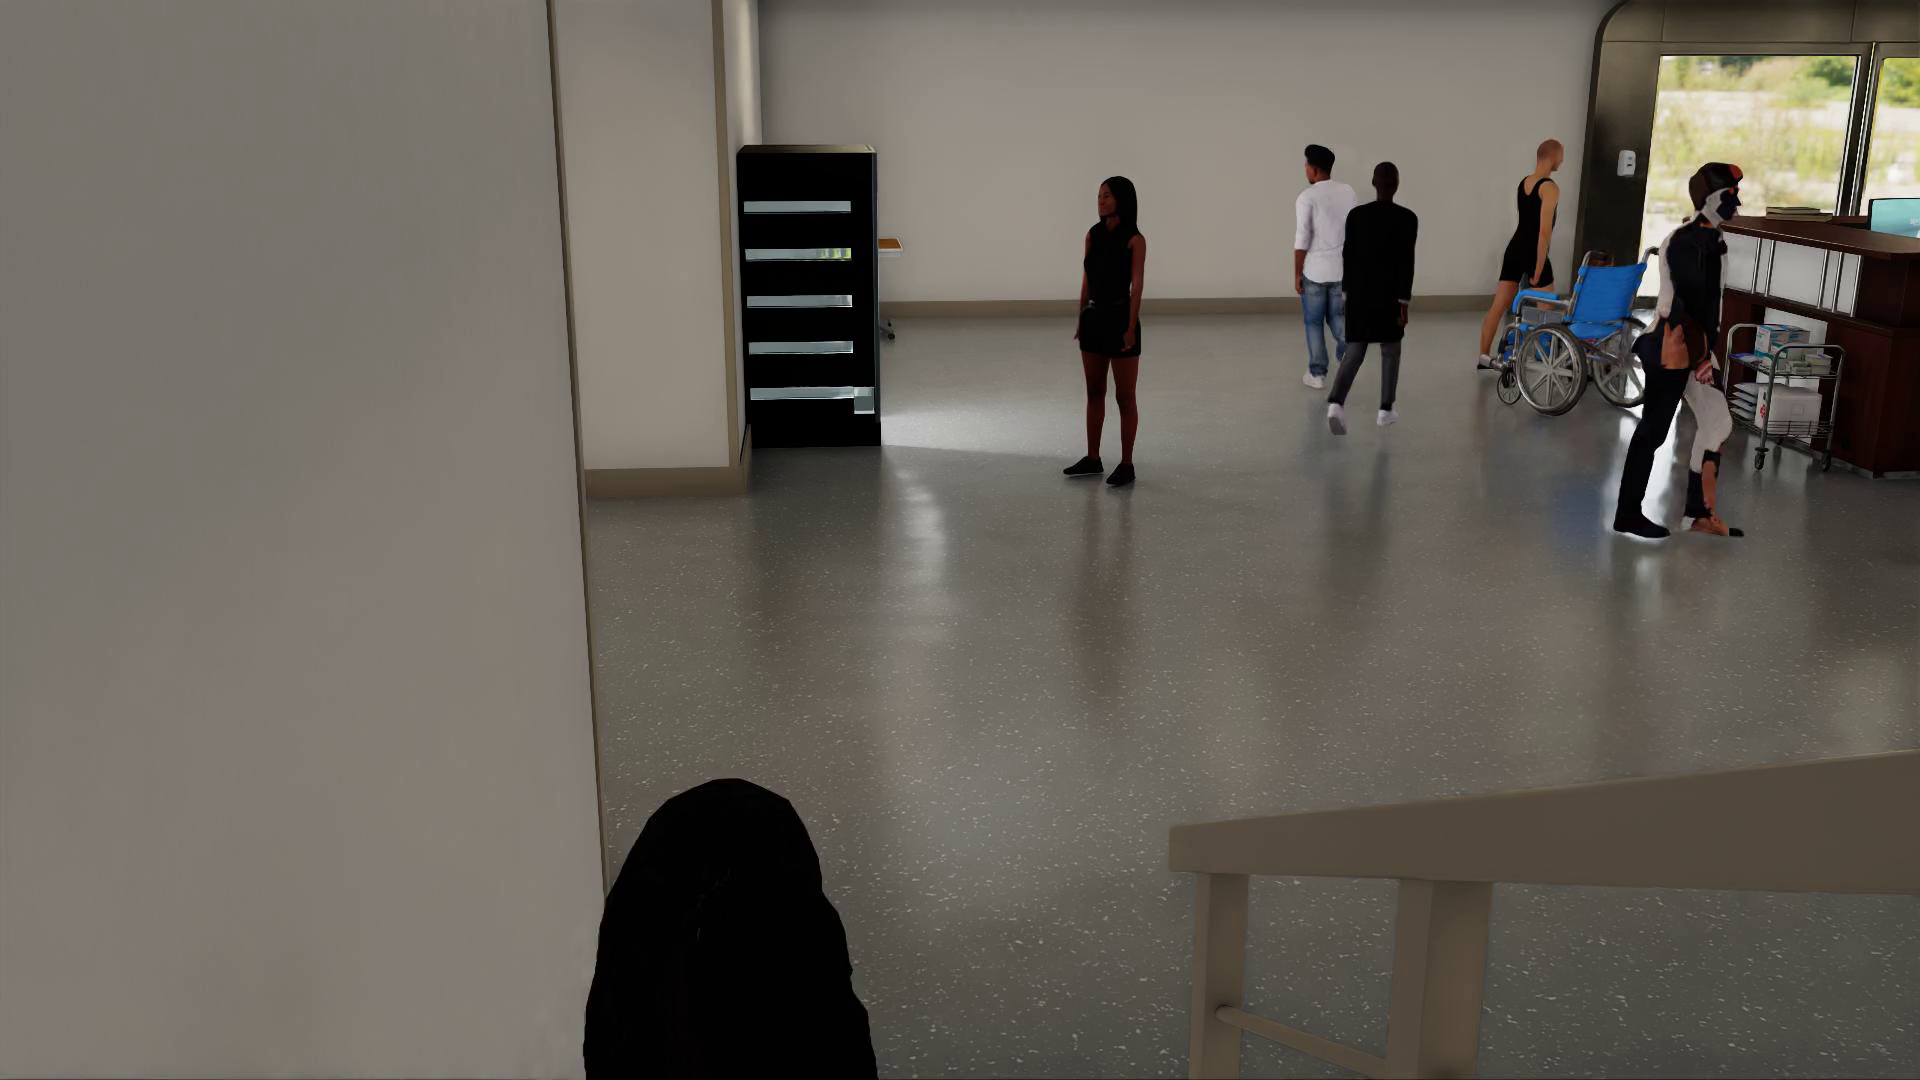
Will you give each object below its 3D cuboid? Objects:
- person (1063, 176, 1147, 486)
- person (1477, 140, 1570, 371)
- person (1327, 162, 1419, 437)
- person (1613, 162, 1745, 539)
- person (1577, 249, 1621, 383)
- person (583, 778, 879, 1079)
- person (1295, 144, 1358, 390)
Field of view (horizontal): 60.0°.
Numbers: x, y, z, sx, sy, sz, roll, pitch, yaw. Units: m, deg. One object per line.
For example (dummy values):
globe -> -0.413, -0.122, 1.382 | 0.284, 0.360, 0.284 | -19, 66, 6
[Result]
person -> 0.864, -1.199, 9.541 | 0.738, 1.740, 0.656 | -15, 21, -42
person -> 4.300, -2.134, 12.830 | 0.969, 1.753, 1.189 | -7, 17, -23
person -> 2.615, -1.504, 10.651 | 1.110, 1.724, 1.252 | 10, 18, 31
person -> 3.512, -0.925, 8.327 | 0.912, 1.871, 0.984 | -14, 21, -41
person -> 4.774, -1.682, 12.593 | 0.611, 1.012, 0.608 | -8, 18, -26
person -> -0.221, 1.090, 1.508 | 0.608, 1.692, 1.073 | -1, 16, -4
person -> 2.721, -1.980, 12.224 | 0.767, 1.787, 0.928 | -4, 16, -13
